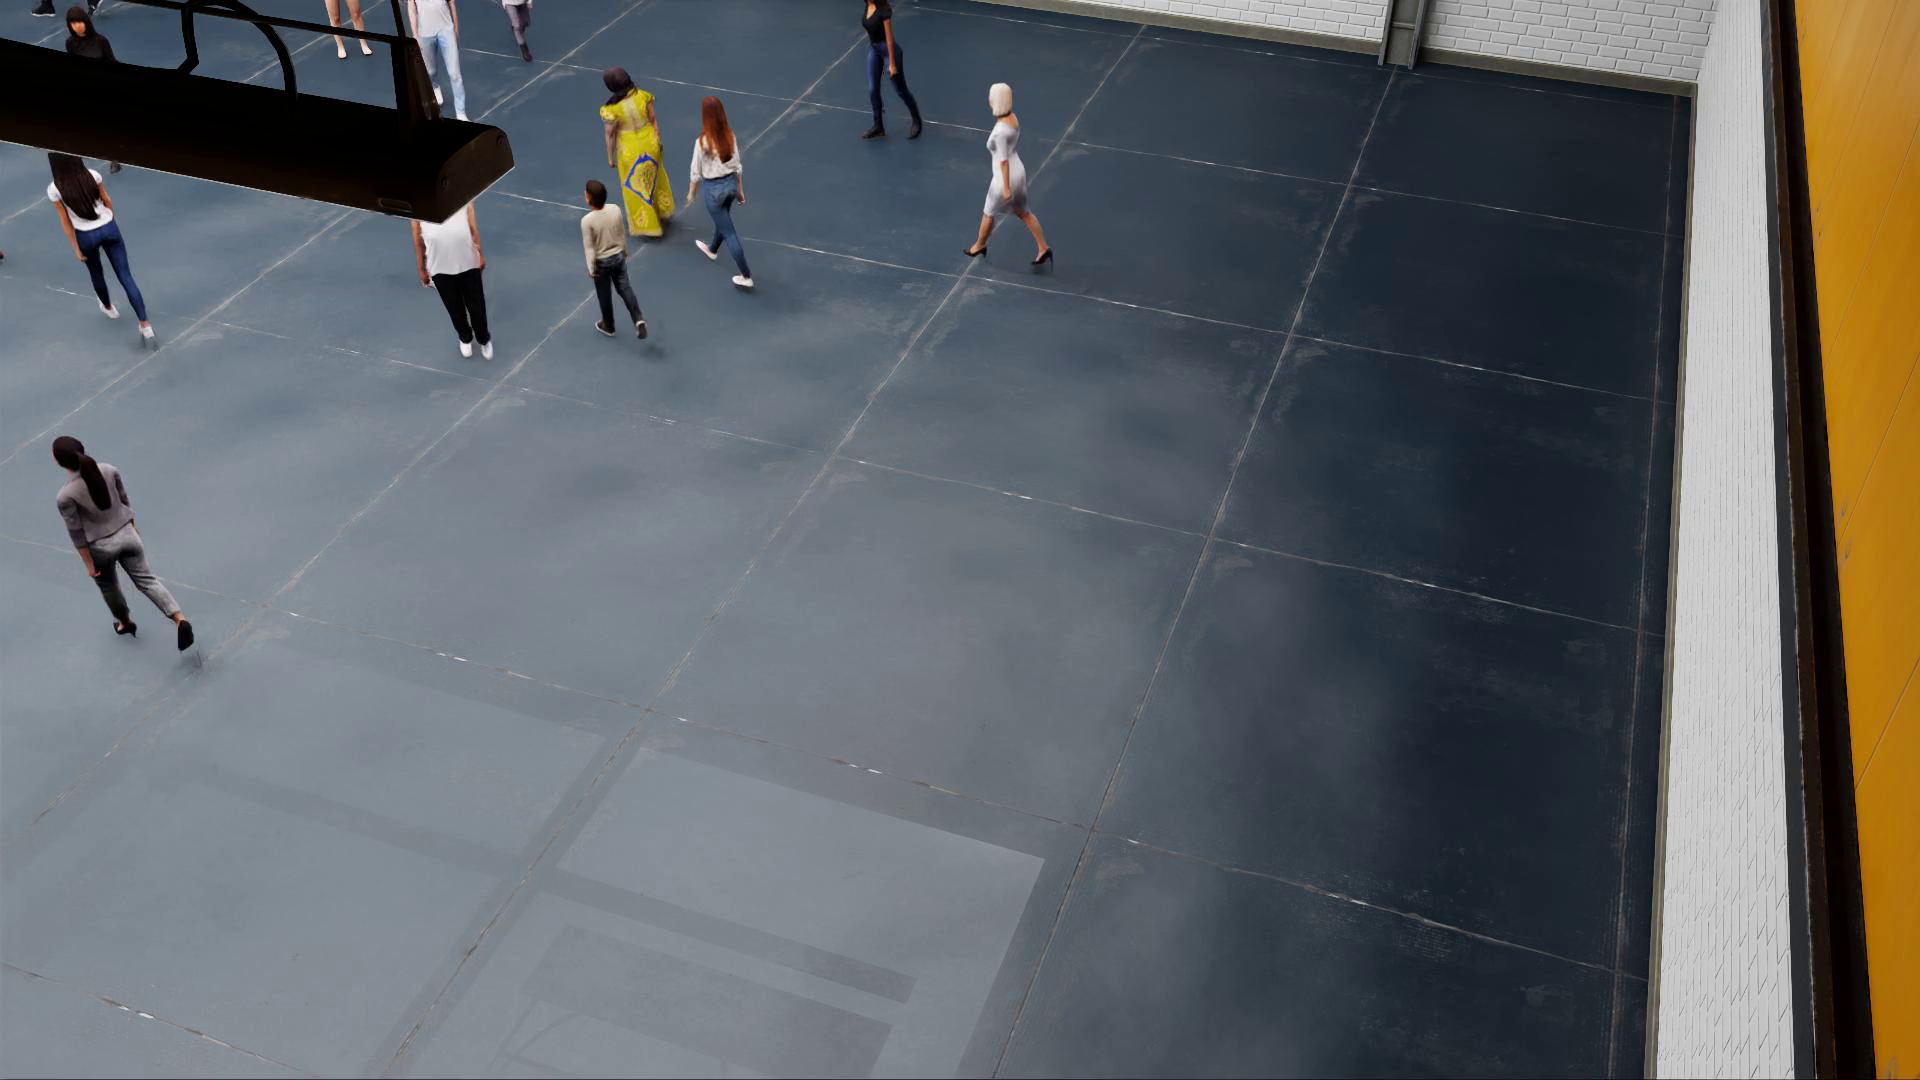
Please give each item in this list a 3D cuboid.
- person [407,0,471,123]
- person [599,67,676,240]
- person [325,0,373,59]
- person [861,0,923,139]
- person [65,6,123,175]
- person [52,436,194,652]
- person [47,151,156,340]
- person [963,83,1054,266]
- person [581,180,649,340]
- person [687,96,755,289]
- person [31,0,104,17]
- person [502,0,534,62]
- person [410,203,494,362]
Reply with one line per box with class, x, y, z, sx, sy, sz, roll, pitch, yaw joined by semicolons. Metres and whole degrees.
person;-5.466;-5.274;17.282;1.156;1.817;1.190;-14;41;-17
person;-2.917;-3.534;15.257;1.061;1.625;1.148;-18;42;-22
person;-6.973;-6.241;18.630;0.640;1.646;0.718;-13;40;-16
person;-0.701;-4.908;16.922;0.916;1.695;0.945;-29;47;-31
person;-8.505;-4.516;16.493;0.990;1.618;1.027;-14;41;-16
person;-5.403;0.077;10.713;1.076;1.653;0.747;21;43;24
person;-7.109;-2.456;13.822;0.997;1.732;1.212;-27;46;-30
person;0.507;-3.174;14.743;1.092;1.704;0.586;14;41;17
person;-2.890;-2.299;13.852;0.795;1.450;0.932;-28;46;-30
person;-2.039;-2.989;14.531;1.189;1.680;0.880;30;47;32
person;-10.659;-6.956;19.428;1.208;1.767;0.964;-5;39;-6
person;-5.029;-6.080;18.737;0.748;1.261;0.855;-25;45;-28
person;-4.156;-2.308;13.678;0.794;1.680;0.877;-8;39;-10
